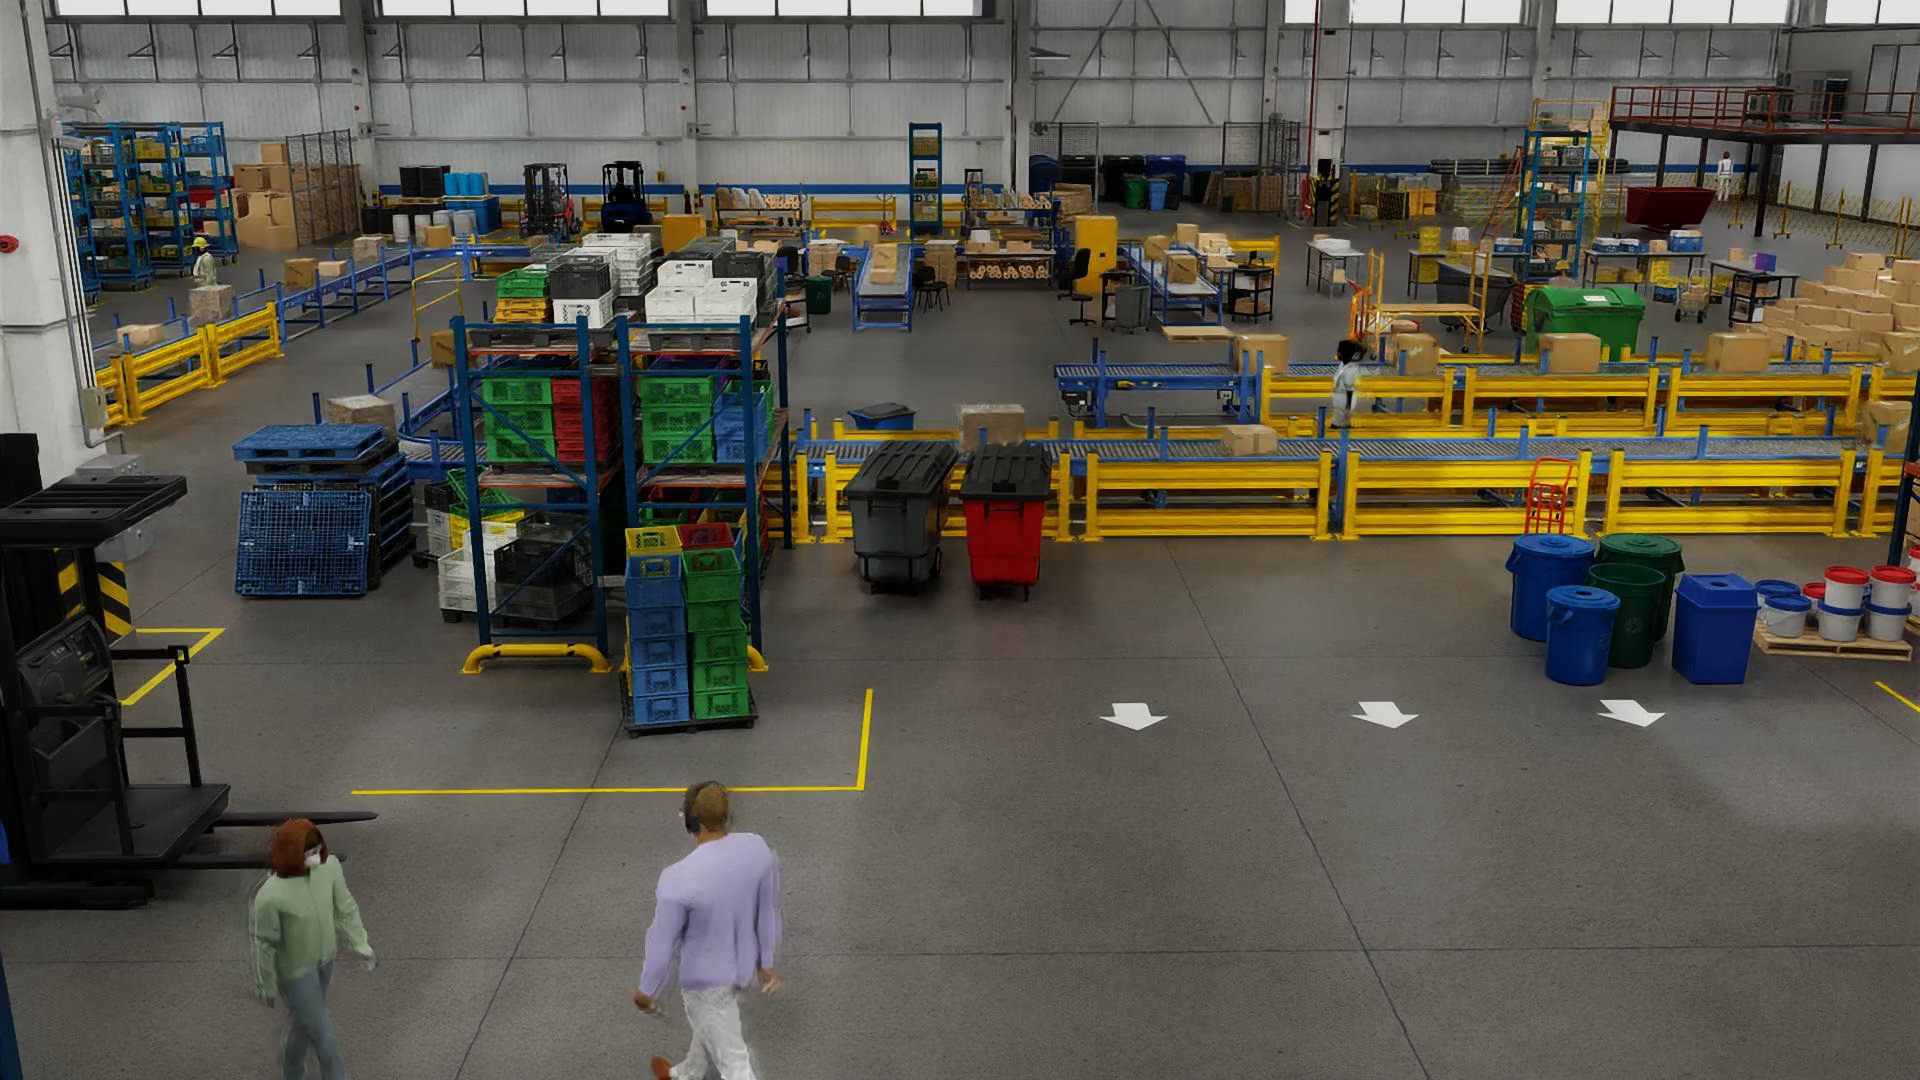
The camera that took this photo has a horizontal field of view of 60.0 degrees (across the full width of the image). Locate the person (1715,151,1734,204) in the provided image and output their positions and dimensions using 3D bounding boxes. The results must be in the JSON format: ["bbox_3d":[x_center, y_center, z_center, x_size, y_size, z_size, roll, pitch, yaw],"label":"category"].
[{"bbox_3d":[28.112,-13.329,61.182,0.573,1.883,0.354,-1,16,-3],"label":"person"}]

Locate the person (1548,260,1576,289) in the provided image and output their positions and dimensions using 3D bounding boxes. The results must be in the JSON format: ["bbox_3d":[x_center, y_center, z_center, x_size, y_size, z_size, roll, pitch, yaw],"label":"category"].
[{"bbox_3d":[10.619,-4.102,29.396,0.900,1.726,0.541,-12,20,-35],"label":"person"}]

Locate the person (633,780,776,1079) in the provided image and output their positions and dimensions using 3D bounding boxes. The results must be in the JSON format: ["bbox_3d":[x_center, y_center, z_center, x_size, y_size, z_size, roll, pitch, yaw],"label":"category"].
[{"bbox_3d":[-1.218,2.011,7.845,1.009,1.883,0.654,12,20,36],"label":"person"}]

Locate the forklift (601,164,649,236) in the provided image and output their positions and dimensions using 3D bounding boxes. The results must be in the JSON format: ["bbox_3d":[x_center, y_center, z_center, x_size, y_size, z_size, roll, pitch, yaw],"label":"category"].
[{"bbox_3d":[-9.948,-10.127,49.296,1.157,1.987,2.680,-1,16,-3],"label":"forklift"}]

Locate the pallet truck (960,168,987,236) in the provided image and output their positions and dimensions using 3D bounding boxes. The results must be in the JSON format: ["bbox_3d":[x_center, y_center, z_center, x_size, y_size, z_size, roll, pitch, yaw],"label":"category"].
[{"bbox_3d":[0.383,-10.230,50.206,0.823,1.965,1.885,-1,16,-3],"label":"pallet truck"}]

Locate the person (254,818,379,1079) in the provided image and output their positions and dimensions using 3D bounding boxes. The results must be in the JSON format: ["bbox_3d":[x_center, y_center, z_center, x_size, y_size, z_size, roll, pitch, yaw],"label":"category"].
[{"bbox_3d":[-3.083,2.093,8.076,0.820,1.592,0.513,6,17,20],"label":"person"}]

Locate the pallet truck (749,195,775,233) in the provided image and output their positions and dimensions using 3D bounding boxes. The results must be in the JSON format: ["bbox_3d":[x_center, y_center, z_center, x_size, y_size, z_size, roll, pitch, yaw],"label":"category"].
[{"bbox_3d":[-6.051,-9.967,50.660,0.680,1.201,1.601,0,16,-1],"label":"pallet truck"}]

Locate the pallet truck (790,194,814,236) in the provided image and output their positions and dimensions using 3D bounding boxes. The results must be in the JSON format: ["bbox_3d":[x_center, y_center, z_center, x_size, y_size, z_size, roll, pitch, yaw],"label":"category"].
[{"bbox_3d":[-4.814,-9.883,50.259,0.704,1.261,1.522,-1,16,-3],"label":"pallet truck"}]

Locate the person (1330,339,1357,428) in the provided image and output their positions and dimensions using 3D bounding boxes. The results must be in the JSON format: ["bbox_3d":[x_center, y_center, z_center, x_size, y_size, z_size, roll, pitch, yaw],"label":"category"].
[{"bbox_3d":[4.978,-1.742,21.284,0.769,1.669,0.539,1,16,5],"label":"person"}]

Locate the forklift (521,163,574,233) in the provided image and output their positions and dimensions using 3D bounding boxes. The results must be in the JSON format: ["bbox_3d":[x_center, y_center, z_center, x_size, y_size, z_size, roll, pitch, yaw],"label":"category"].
[{"bbox_3d":[-12.233,-10.122,49.298,1.157,1.987,2.680,0,16,-1],"label":"forklift"}]

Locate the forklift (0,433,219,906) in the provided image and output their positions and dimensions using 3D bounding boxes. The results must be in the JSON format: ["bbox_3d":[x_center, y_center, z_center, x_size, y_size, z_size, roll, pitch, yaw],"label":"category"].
[{"bbox_3d":[-5.952,0.780,10.366,1.873,2.768,1.129,0,16,-1],"label":"forklift"}]

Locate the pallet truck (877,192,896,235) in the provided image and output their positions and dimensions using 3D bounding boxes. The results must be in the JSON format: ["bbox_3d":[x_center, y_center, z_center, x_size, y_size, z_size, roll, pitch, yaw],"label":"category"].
[{"bbox_3d":[-2.277,-9.986,50.594,0.653,1.274,1.630,0,16,-1],"label":"pallet truck"}]

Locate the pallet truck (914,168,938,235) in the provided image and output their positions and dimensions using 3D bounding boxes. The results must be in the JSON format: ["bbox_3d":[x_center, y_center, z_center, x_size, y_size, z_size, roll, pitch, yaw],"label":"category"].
[{"bbox_3d":[-0.989,-10.316,50.507,0.823,1.965,1.885,1,16,3],"label":"pallet truck"}]

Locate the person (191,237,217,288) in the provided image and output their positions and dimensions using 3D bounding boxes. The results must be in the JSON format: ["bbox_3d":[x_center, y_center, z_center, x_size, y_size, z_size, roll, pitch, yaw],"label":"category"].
[{"bbox_3d":[-14.485,-4.890,31.938,0.404,1.831,0.600,-9,19,-30],"label":"person"}]
